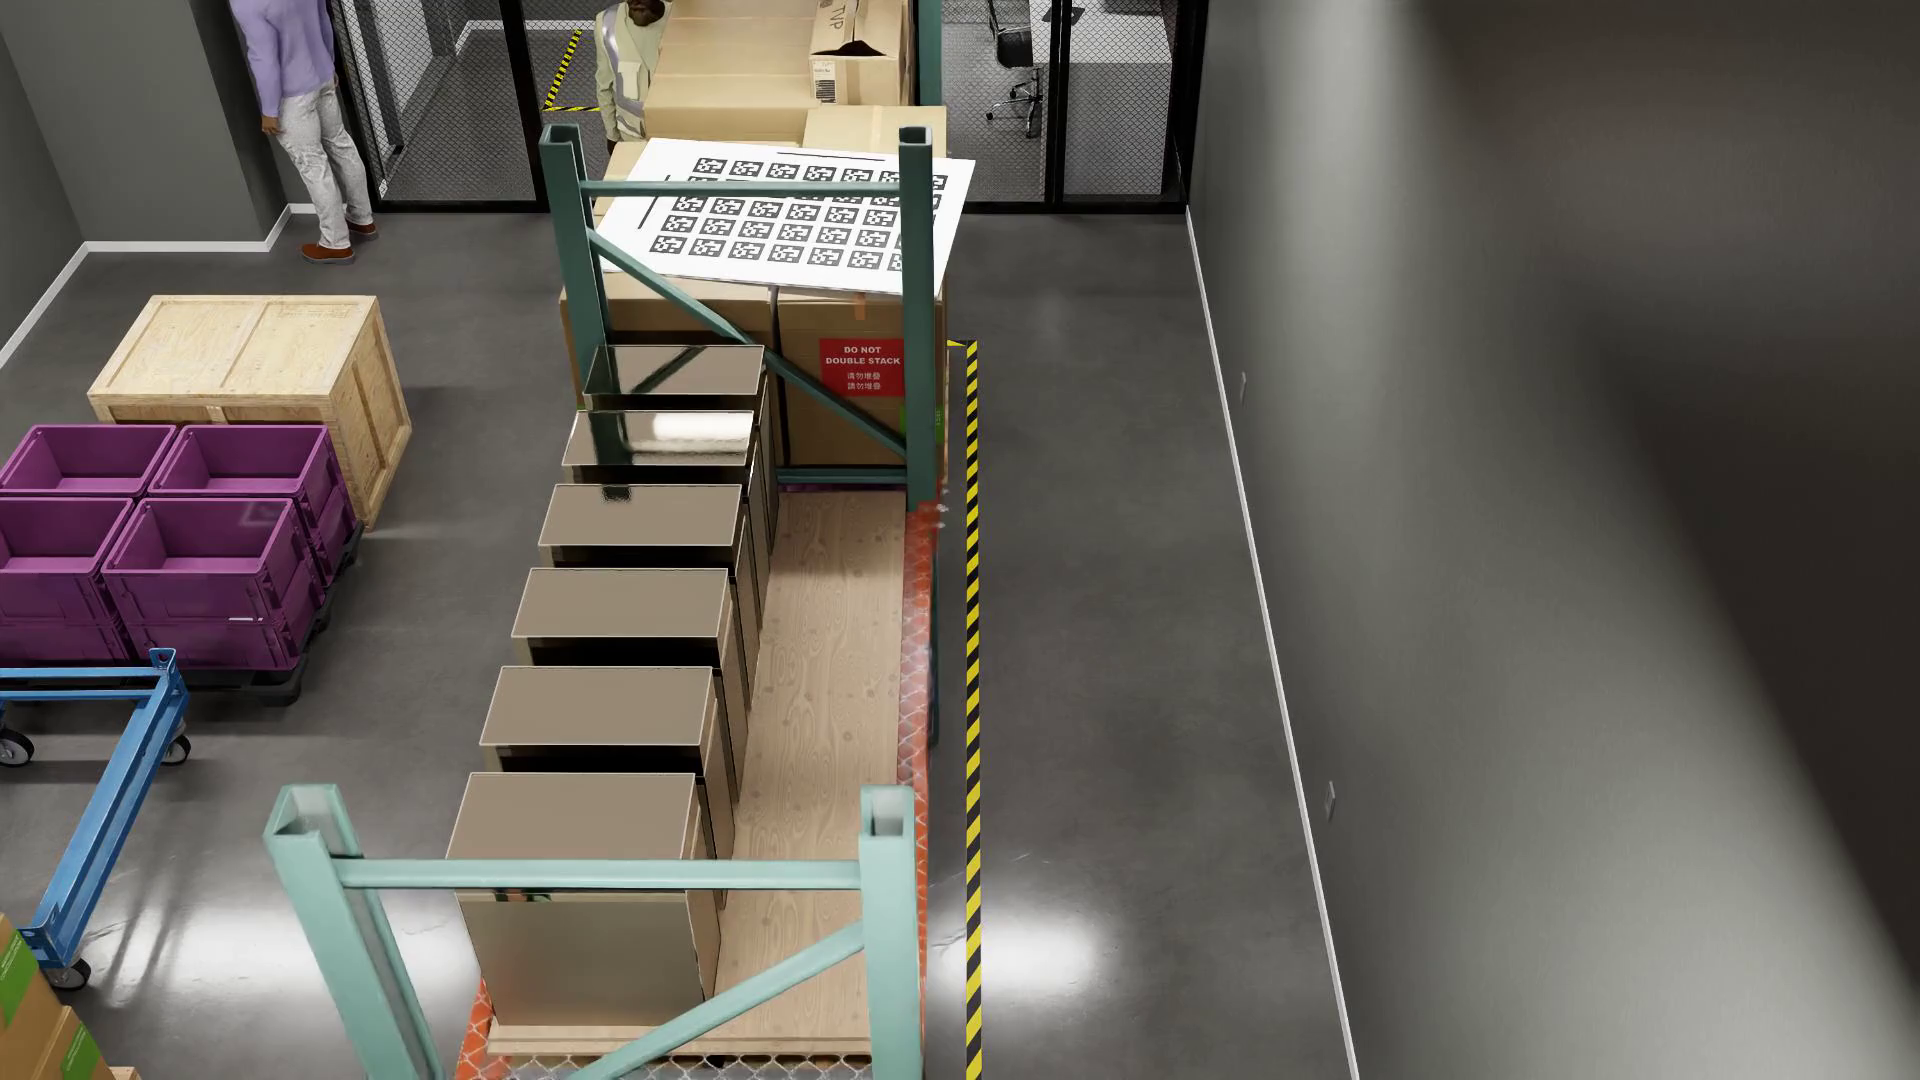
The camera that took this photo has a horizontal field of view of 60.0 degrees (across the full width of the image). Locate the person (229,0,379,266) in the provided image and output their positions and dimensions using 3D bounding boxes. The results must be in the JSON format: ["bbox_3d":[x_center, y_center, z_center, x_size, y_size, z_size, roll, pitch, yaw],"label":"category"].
[{"bbox_3d":[-3.406,-2.341,8.562,0.358,1.938,0.636,10,42,12],"label":"person"}]

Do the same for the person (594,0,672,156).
[{"bbox_3d":[-1.498,-2.065,8.326,0.600,1.830,0.404,0,41,0],"label":"person"}]
